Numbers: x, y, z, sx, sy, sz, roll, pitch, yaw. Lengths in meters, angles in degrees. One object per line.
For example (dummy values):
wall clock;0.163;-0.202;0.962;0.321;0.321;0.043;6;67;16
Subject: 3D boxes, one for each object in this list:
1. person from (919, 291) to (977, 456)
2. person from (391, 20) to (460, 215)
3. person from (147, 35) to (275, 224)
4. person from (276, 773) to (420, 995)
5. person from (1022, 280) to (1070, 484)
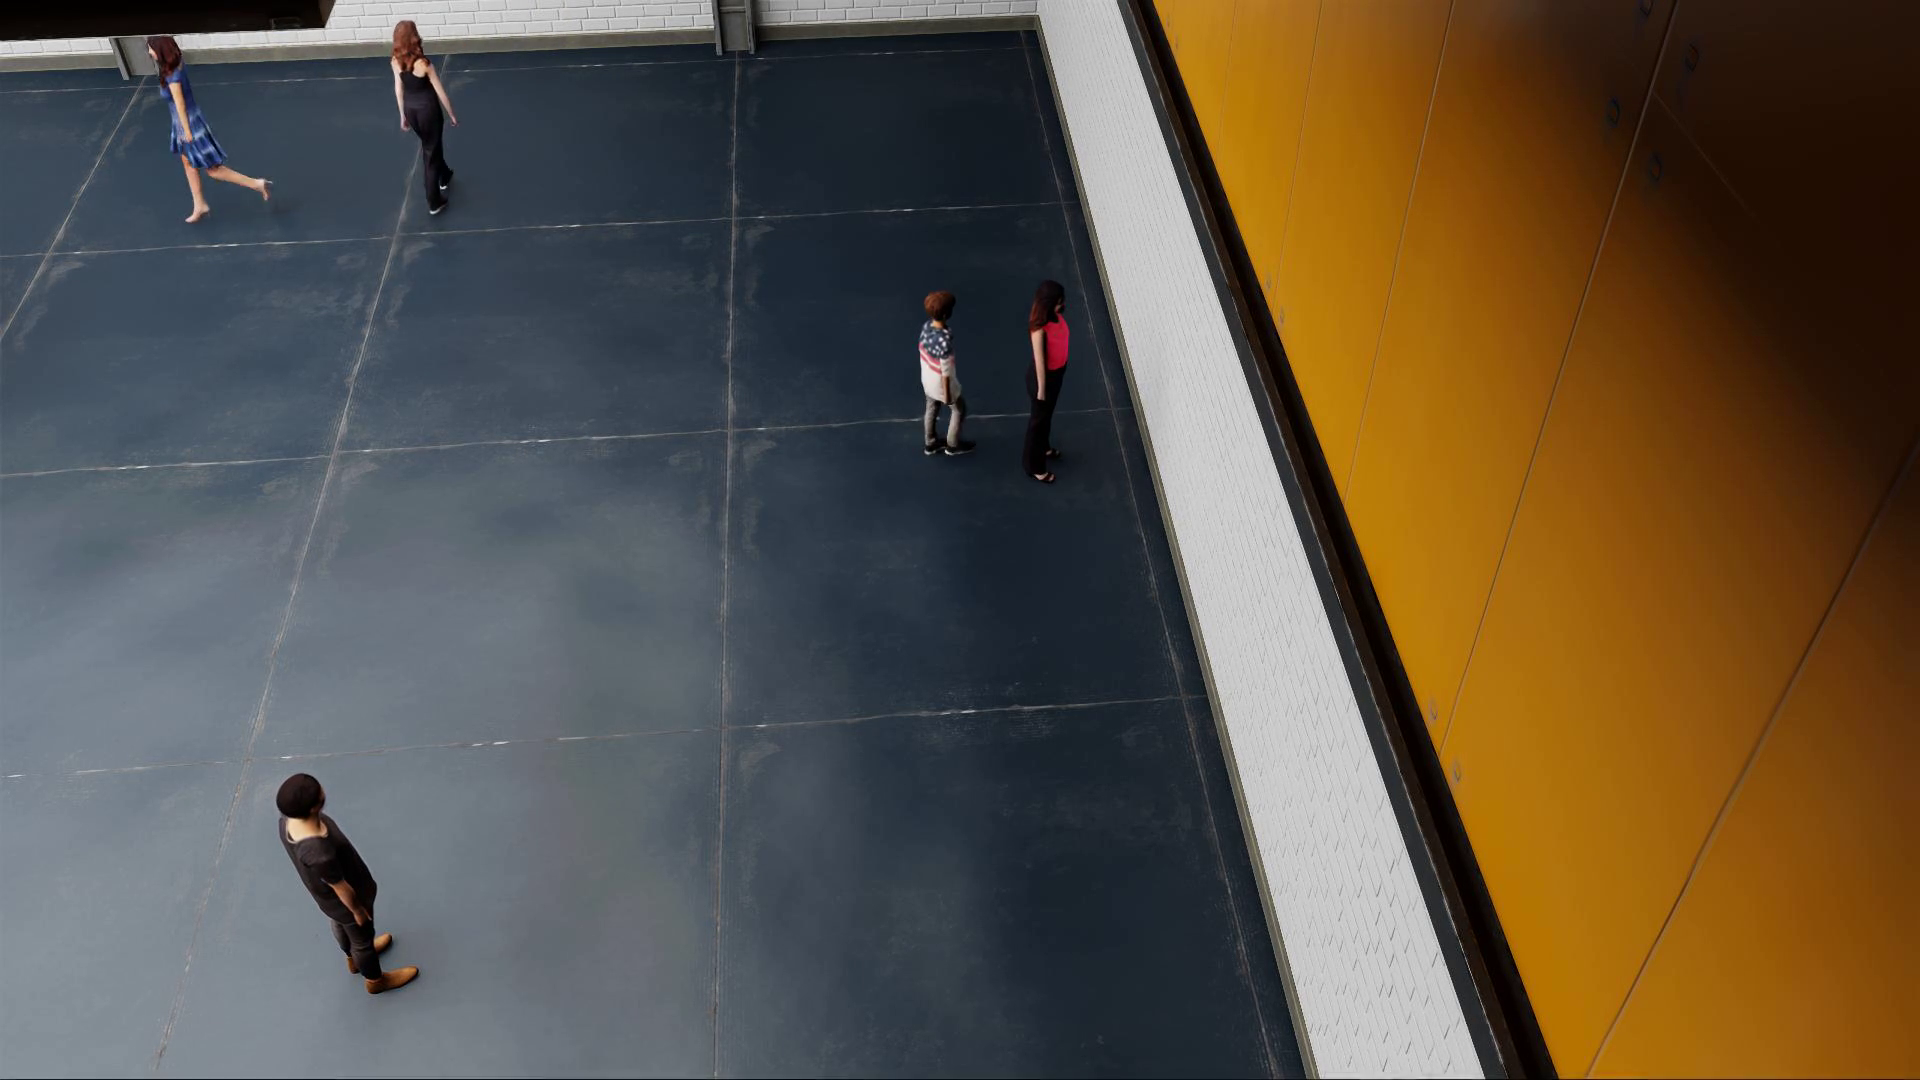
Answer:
person;-0.196;-1.181;12.184;0.701;1.434;0.654;-22;48;-22
person;-4.750;-3.664;14.583;0.908;1.719;0.836;9;44;9
person;-6.570;-3.545;14.415;1.123;1.779;0.822;-14;45;-15
person;-3.309;1.826;8.821;0.743;1.718;0.713;-31;52;-29
person;0.628;-1.168;12.006;0.621;1.660;0.647;10;44;10
